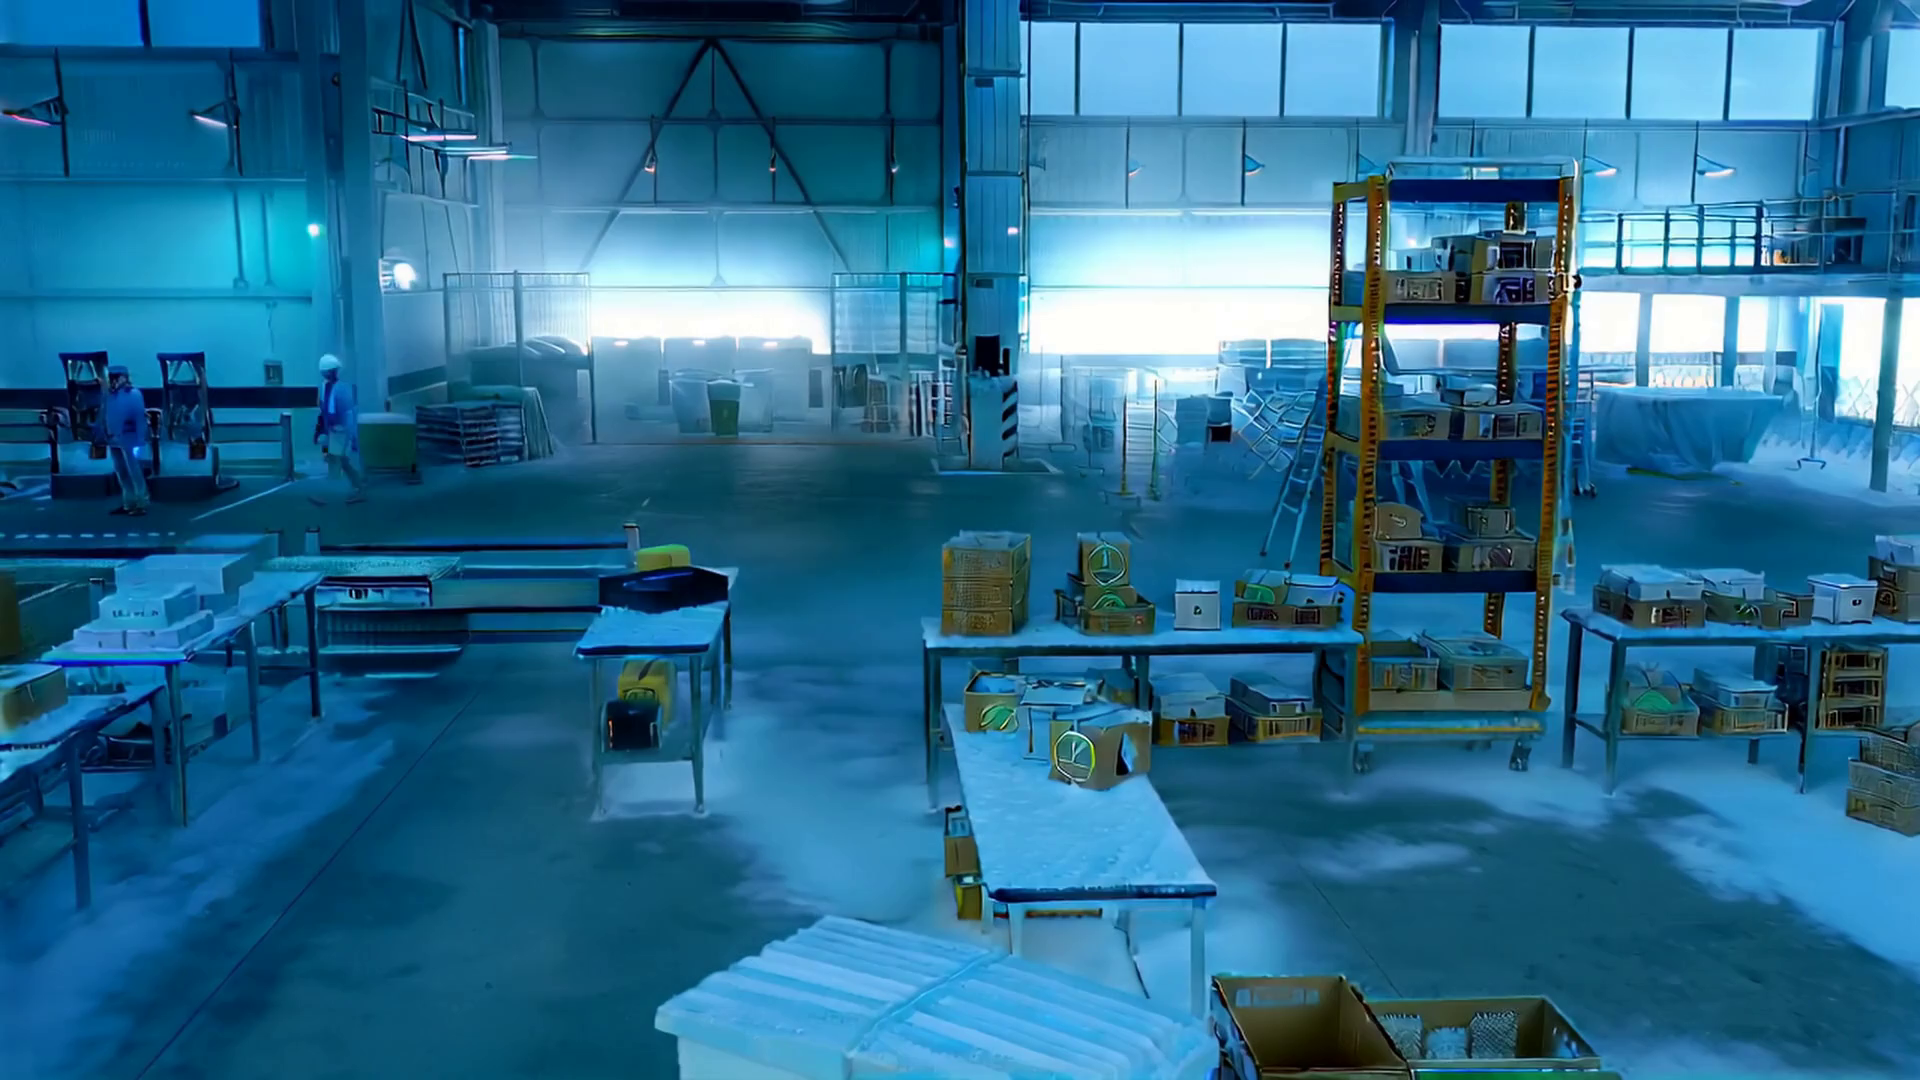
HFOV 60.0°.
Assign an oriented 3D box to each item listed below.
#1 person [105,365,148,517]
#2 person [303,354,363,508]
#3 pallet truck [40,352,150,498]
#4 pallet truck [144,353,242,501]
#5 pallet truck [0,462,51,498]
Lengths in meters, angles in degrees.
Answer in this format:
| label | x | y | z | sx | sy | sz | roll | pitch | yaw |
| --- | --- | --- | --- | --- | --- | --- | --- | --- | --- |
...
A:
| label | x | y | z | sx | sy | sz | roll | pitch | yaw |
| --- | --- | --- | --- | --- | --- | --- | --- | --- | --- |
| person | -10.517 | -1.241 | 20.929 | 0.642 | 1.909 | 0.408 | 6 | 11 | 33 |
| person | -8.276 | -1.425 | 21.795 | 0.634 | 1.994 | 1.012 | 7 | 11 | 37 |
| pallet truck | -11.907 | -1.642 | 23.165 | 0.823 | 1.965 | 1.885 | 0 | 9 | 0 |
| pallet truck | -10.520 | -1.604 | 22.925 | 0.823 | 1.965 | 1.885 | -1 | 9 | -6 |
| pallet truck | -13.193 | -1.293 | 23.148 | 0.653 | 1.274 | 1.630 | -1 | 9 | -4 |
